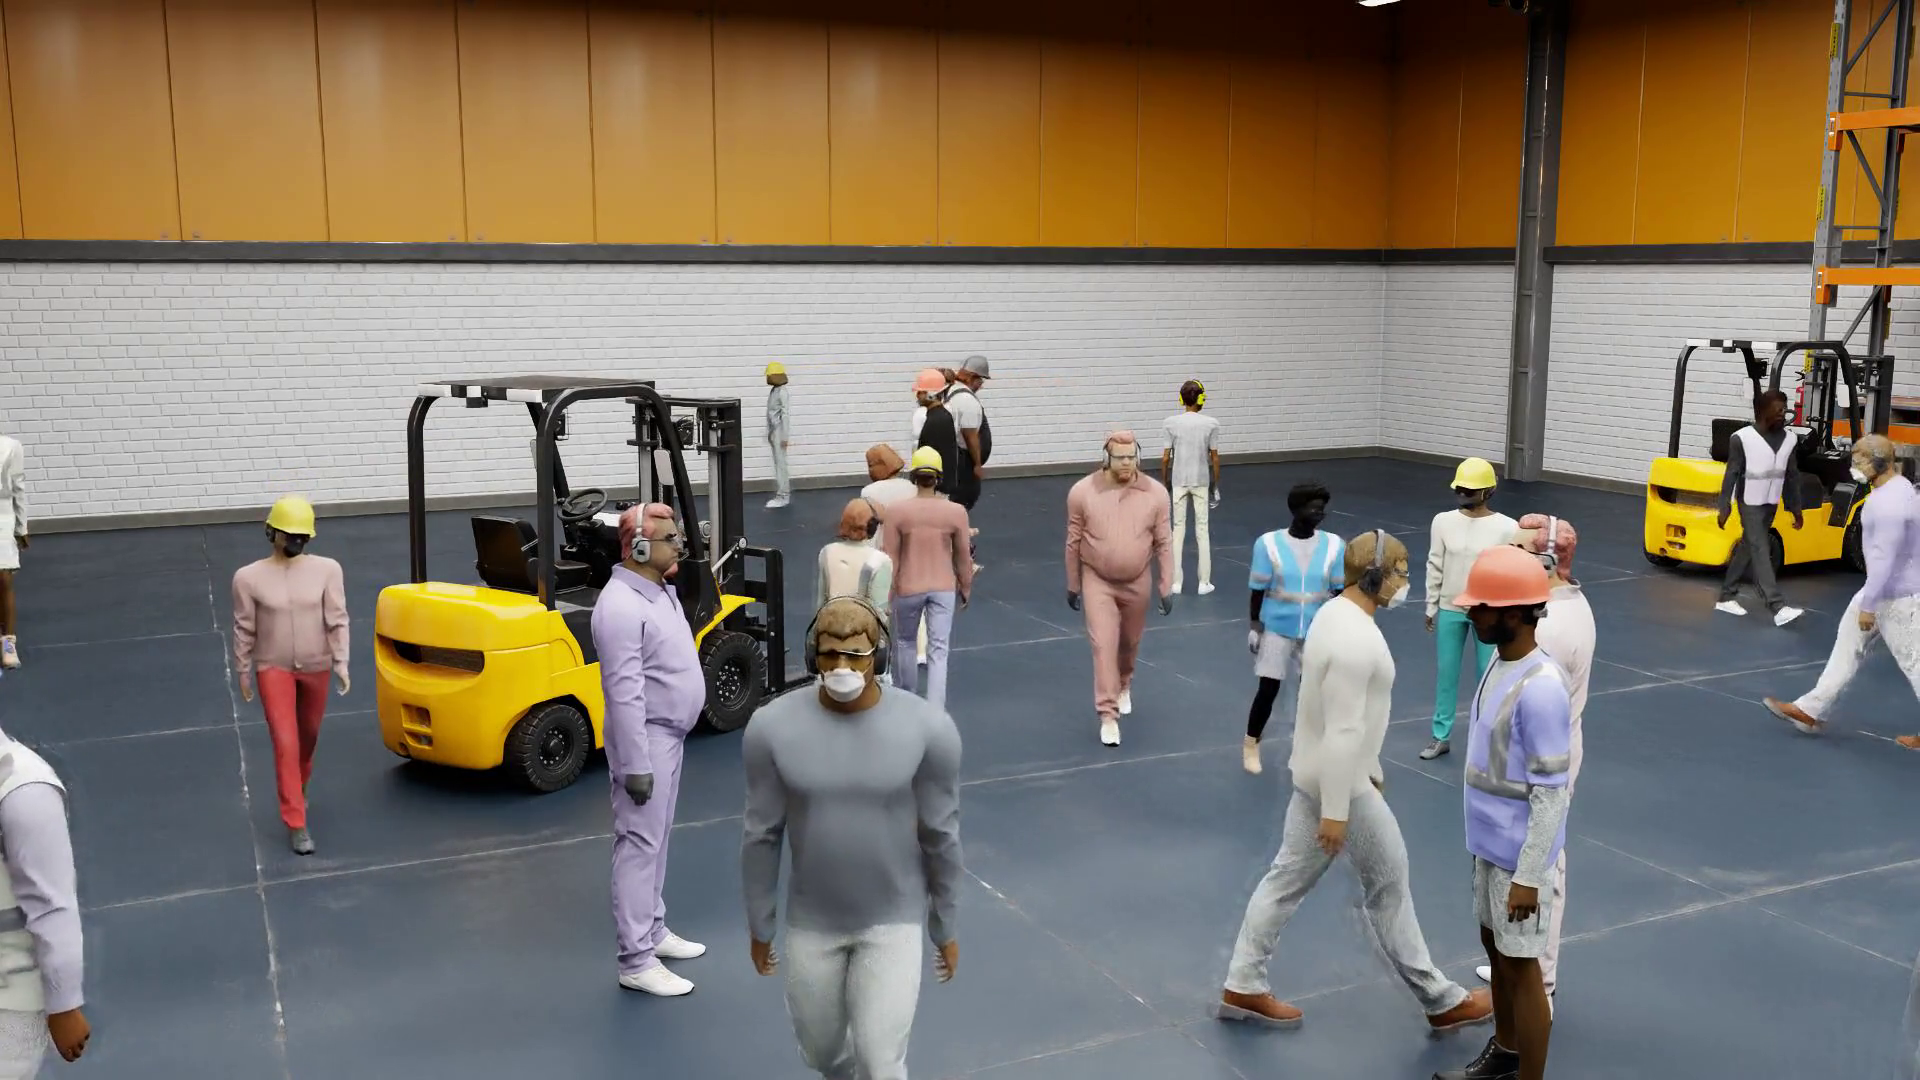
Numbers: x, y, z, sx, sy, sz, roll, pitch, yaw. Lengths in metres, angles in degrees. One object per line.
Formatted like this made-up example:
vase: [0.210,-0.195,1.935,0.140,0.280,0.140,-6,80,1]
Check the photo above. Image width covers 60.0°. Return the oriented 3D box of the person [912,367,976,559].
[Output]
person: [-0.193,-0.658,15.576,0.855,1.915,0.551,7,12,37]

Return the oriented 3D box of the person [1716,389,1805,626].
person: [6.452,-0.263,13.273,0.612,1.856,1.011,-3,10,-19]

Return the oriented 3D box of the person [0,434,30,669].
person: [-7.051,-0.118,11.960,0.622,2.008,1.008,-7,11,-37]

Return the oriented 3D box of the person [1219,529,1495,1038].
person: [1.460,0.891,6.064,1.063,1.870,0.637,1,9,5]

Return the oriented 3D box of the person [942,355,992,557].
person: [0.045,-0.822,16.185,0.546,2.000,0.719,-2,9,-11]

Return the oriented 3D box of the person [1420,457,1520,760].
person: [2.887,0.408,9.408,0.527,1.765,0.328,6,11,34]

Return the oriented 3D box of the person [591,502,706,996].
person: [-1.199,0.800,6.529,0.407,1.911,0.639,0,9,0]

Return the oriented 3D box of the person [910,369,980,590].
person: [-0.185,-0.462,14.121,0.539,1.983,0.634,1,9,8]

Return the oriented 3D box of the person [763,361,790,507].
person: [-2.187,-1.263,19.853,0.310,1.742,0.494,-3,10,-19]

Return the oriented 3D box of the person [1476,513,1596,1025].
person: [2.126,0.848,6.224,0.409,1.913,0.646,4,10,24]

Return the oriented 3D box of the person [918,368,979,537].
person: [-0.160,-0.899,17.443,0.899,1.792,0.652,1,9,8]

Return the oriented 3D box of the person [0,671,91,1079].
person: [-2.530,1.145,4.340,0.614,1.927,0.435,8,12,42]

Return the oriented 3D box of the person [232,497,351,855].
person: [-3.340,0.613,8.306,0.515,1.713,0.938,-6,11,-31]

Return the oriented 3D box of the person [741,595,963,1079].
person: [-0.303,1.074,4.851,0.636,1.917,0.826,1,9,5]

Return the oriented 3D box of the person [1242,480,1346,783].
person: [1.858,0.494,9.160,0.571,1.668,0.427,0,9,2]

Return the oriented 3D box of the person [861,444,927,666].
person: [-0.471,0.095,11.921,0.548,1.580,0.893,-6,11,-31]

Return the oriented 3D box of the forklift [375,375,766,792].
forklift: [-2.268,0.149,9.685,1.214,2.155,2.313,6,11,32]

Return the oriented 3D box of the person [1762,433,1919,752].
person: [5.352,0.306,9.729,1.055,1.862,0.681,4,10,26]

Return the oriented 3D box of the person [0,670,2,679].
person: [-4.896,0.592,7.972,0.520,1.862,0.332,-5,10,-28]

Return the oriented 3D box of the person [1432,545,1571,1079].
person: [1.749,0.973,5.376,0.371,1.933,0.551,1,9,3]

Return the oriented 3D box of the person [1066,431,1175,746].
person: [0.972,0.240,10.194,0.647,1.857,0.997,-1,9,-4]

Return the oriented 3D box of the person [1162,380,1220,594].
person: [2.002,-0.458,14.470,0.516,1.865,0.325,2,9,13]

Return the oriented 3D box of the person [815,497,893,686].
person: [-0.626,0.574,8.895,0.517,1.601,0.823,6,11,34]

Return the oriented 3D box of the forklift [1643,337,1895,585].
forklift: [7.551,-0.789,15.507,2.313,2.155,1.214,-4,10,-25]

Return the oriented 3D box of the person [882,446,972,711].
person: [-0.209,0.295,10.160,0.556,1.736,0.757,-1,9,-5]
